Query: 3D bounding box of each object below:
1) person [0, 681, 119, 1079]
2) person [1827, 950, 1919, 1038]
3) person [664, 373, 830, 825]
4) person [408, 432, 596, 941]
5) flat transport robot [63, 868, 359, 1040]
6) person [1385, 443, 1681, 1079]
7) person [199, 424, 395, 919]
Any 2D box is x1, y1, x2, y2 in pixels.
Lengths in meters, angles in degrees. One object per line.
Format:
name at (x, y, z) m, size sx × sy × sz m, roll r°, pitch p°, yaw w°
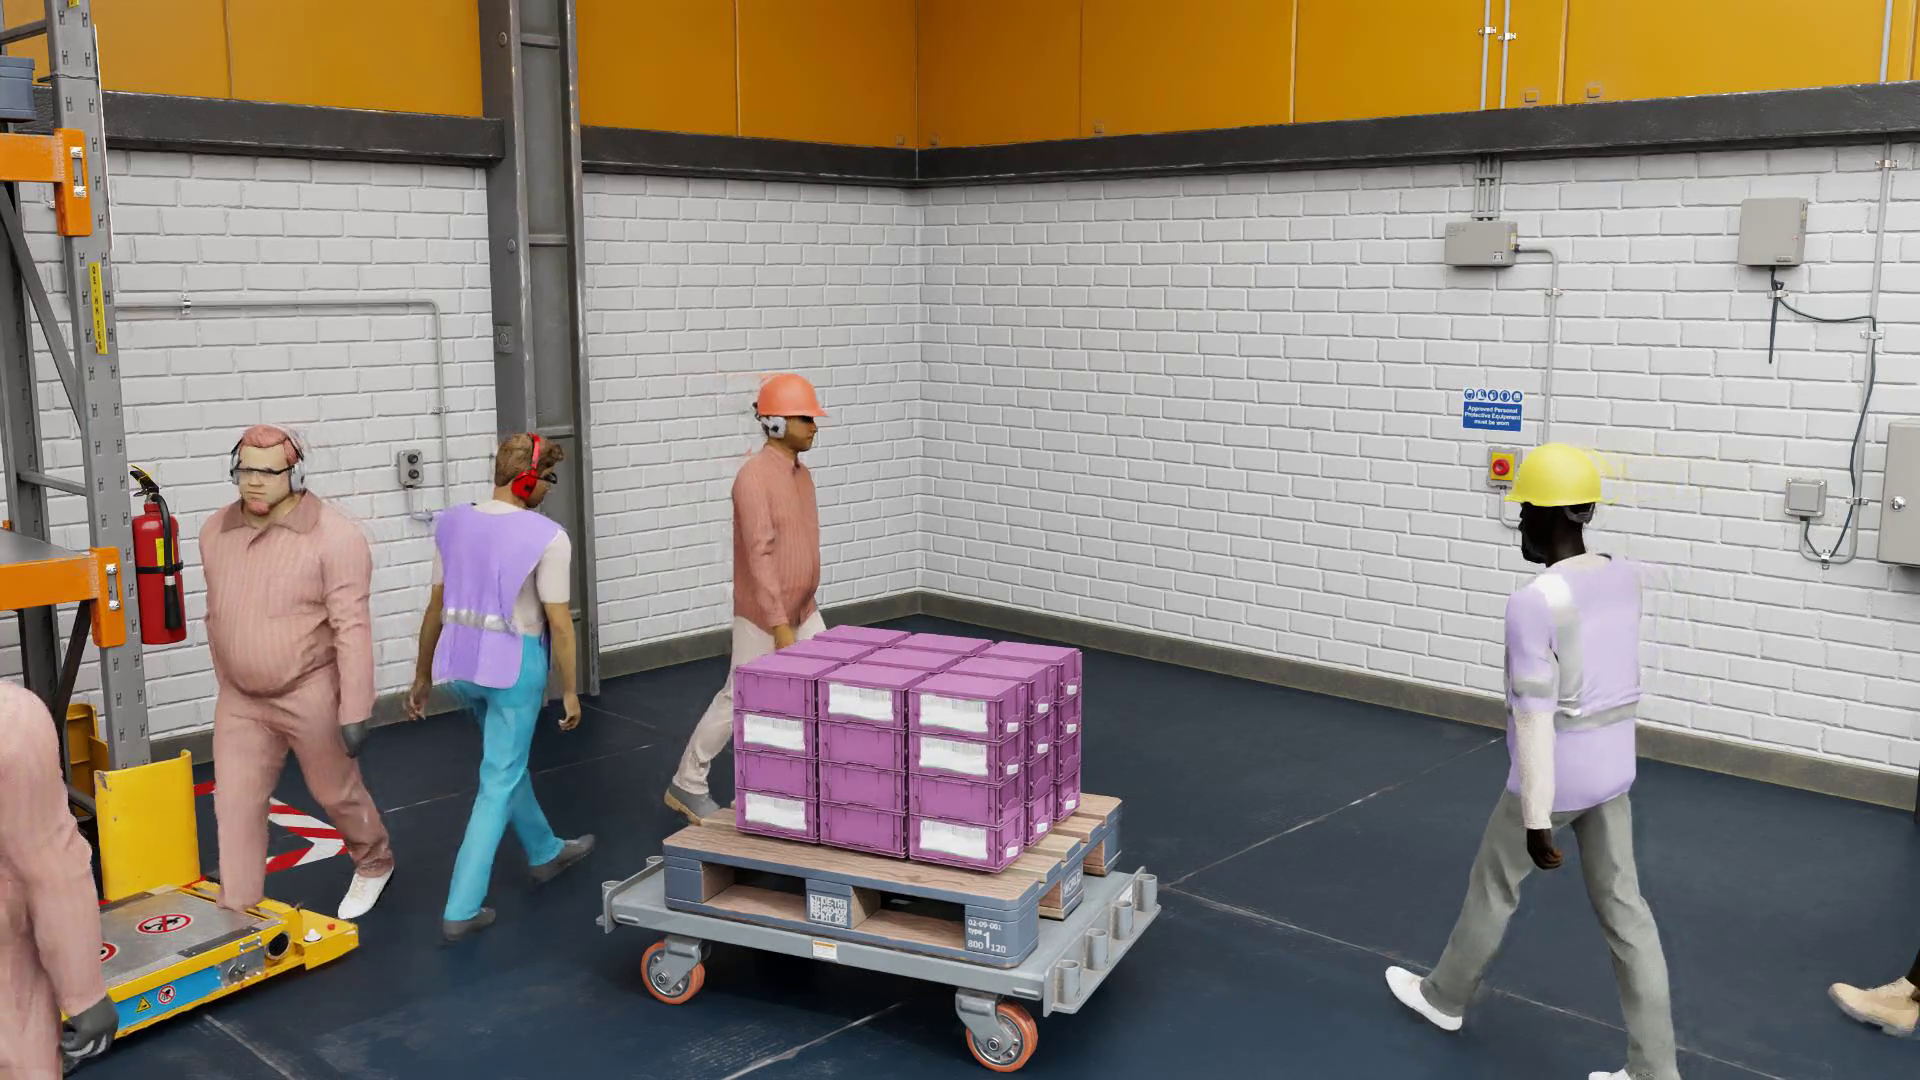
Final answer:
person at (-2.045, 0.903, 3.265) m, size 0.645 × 1.884 × 0.802 m, roll 1°, pitch 9°, yaw 9°
person at (3.200, 0.738, 4.987) m, size 0.891 × 1.644 × 0.569 m, roll 4°, pitch 10°, yaw 25°
person at (-0.791, 0.280, 6.941) m, size 1.038 × 1.953 × 0.607 m, roll 4°, pitch 10°, yaw 24°
person at (-1.644, 0.496, 6.064) m, size 0.657 × 1.782 × 0.898 m, roll 5°, pitch 10°, yaw 27°
flat transport robot at (-2.717, 1.378, 5.271) m, size 0.652 × 0.197 × 1.431 m, roll 6°, pitch 11°, yaw 31°
person at (1.722, 0.653, 4.831) m, size 0.586 × 1.870 × 1.013 m, roll -6°, pitch 11°, yaw -31°
person at (-2.290, 0.515, 5.727) m, size 0.662 × 1.859 × 0.998 m, roll 2°, pitch 9°, yaw 10°
